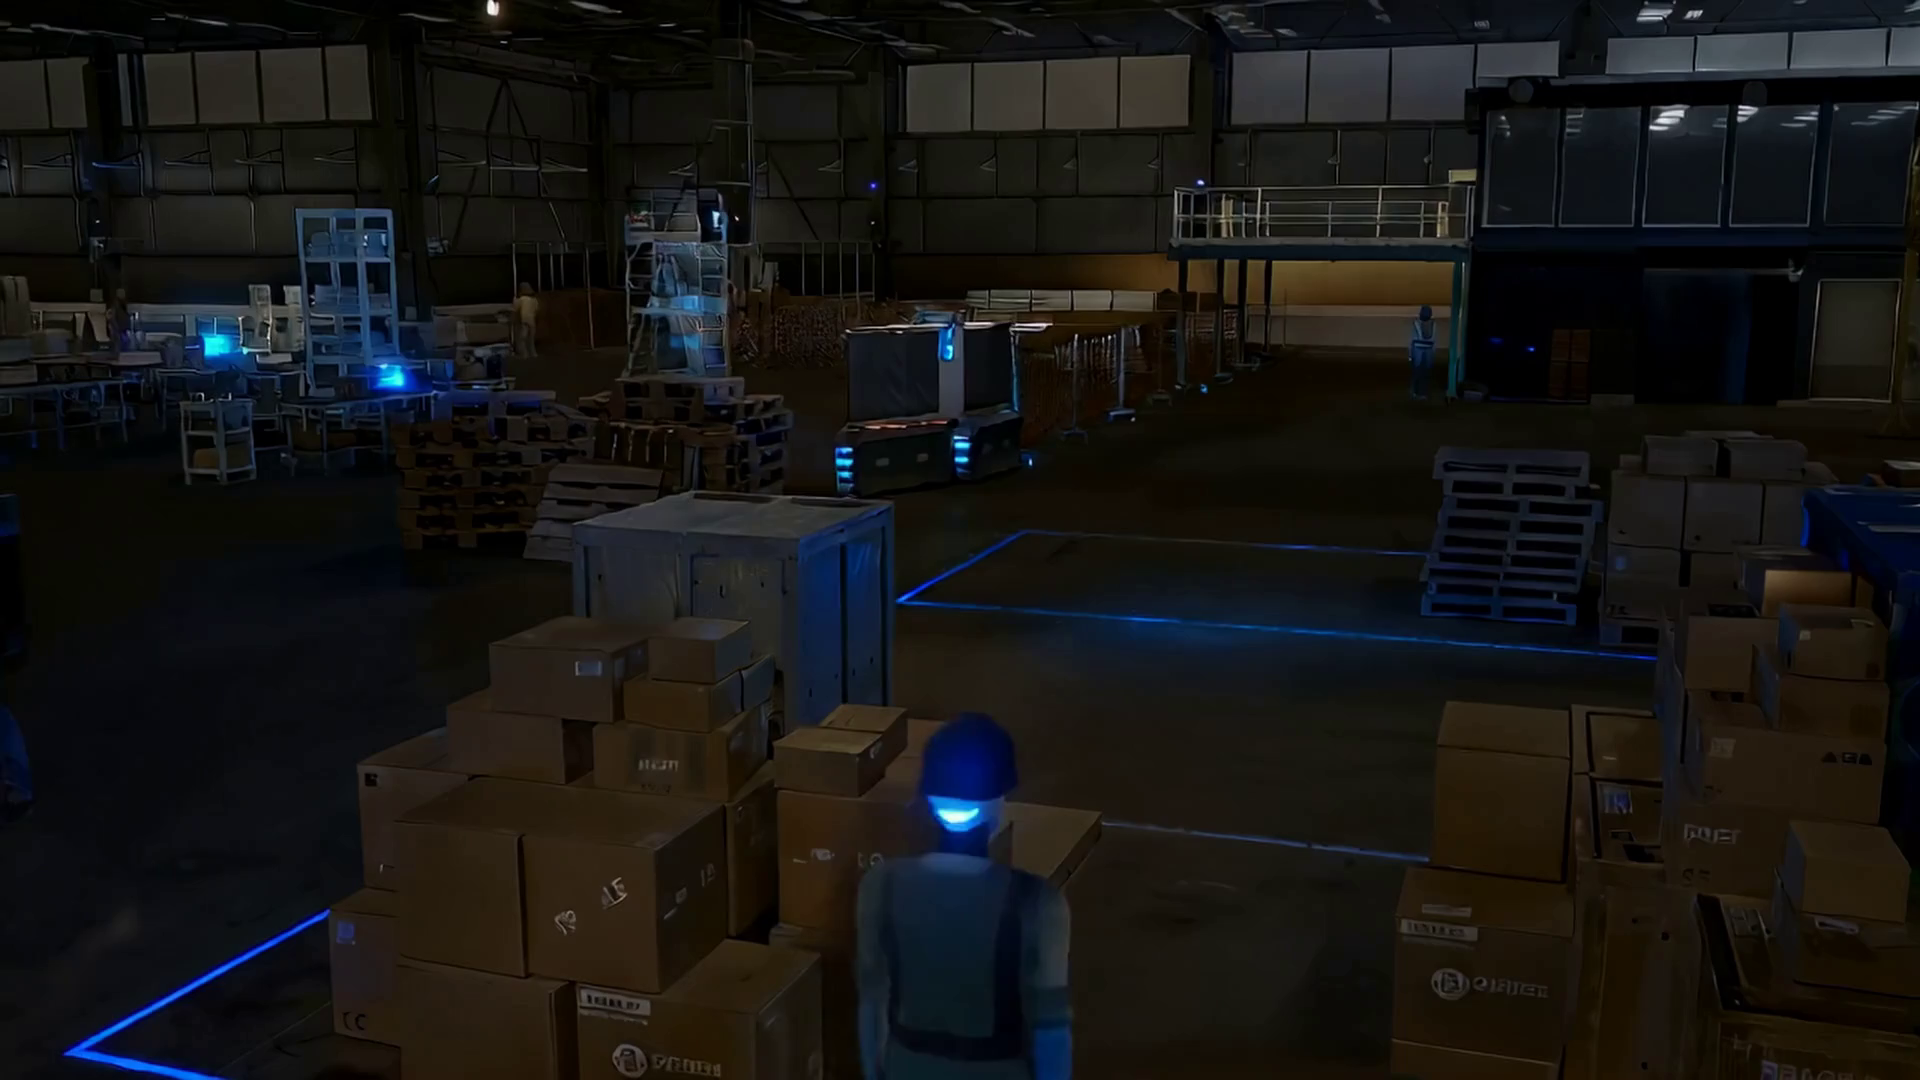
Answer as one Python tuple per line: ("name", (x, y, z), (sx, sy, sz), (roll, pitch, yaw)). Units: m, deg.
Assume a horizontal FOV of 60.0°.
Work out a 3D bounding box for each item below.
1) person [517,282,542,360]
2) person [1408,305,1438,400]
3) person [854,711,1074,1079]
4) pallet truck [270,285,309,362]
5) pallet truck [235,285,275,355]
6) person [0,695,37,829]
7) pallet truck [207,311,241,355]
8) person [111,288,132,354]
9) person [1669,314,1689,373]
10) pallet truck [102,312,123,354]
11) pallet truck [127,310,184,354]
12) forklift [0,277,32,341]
("person", (-11.389, -5.788, 44.030), (0.615, 2.040, 0.391), (3, 10, 16))
("person", (9.091, -3.685, 32.691), (0.579, 1.867, 0.449), (-2, 10, -10))
("person", (0.031, 1.359, 4.107), (0.569, 1.924, 0.496), (3, 11, 19))
("pallet truck", (-17.147, -5.700, 43.663), (0.823, 1.965, 1.885), (3, 11, 17))
("pallet truck", (-18.327, -5.835, 44.421), (0.823, 1.965, 1.885), (4, 11, 23))
("person", (-5.219, 0.560, 8.564), (0.627, 1.954, 0.690), (7, 12, 33))
("pallet truck", (-19.537, -5.575, 44.913), (0.653, 1.274, 1.630), (3, 11, 19))
("person", (-22.180, -5.729, 44.118), (0.575, 1.885, 0.687), (-4, 11, -20))
("person", (16.392, -4.584, 37.773), (0.517, 1.853, 0.760), (-5, 11, -25))
("pallet truck", (-23.057, -5.777, 46.261), (0.680, 1.201, 1.601), (3, 11, 19))
("pallet truck", (-22.038, -5.665, 45.457), (0.704, 1.261, 1.522), (3, 11, 17))
("forklift", (-27.151, -6.329, 46.328), (1.157, 1.987, 2.680), (3, 11, 17))
